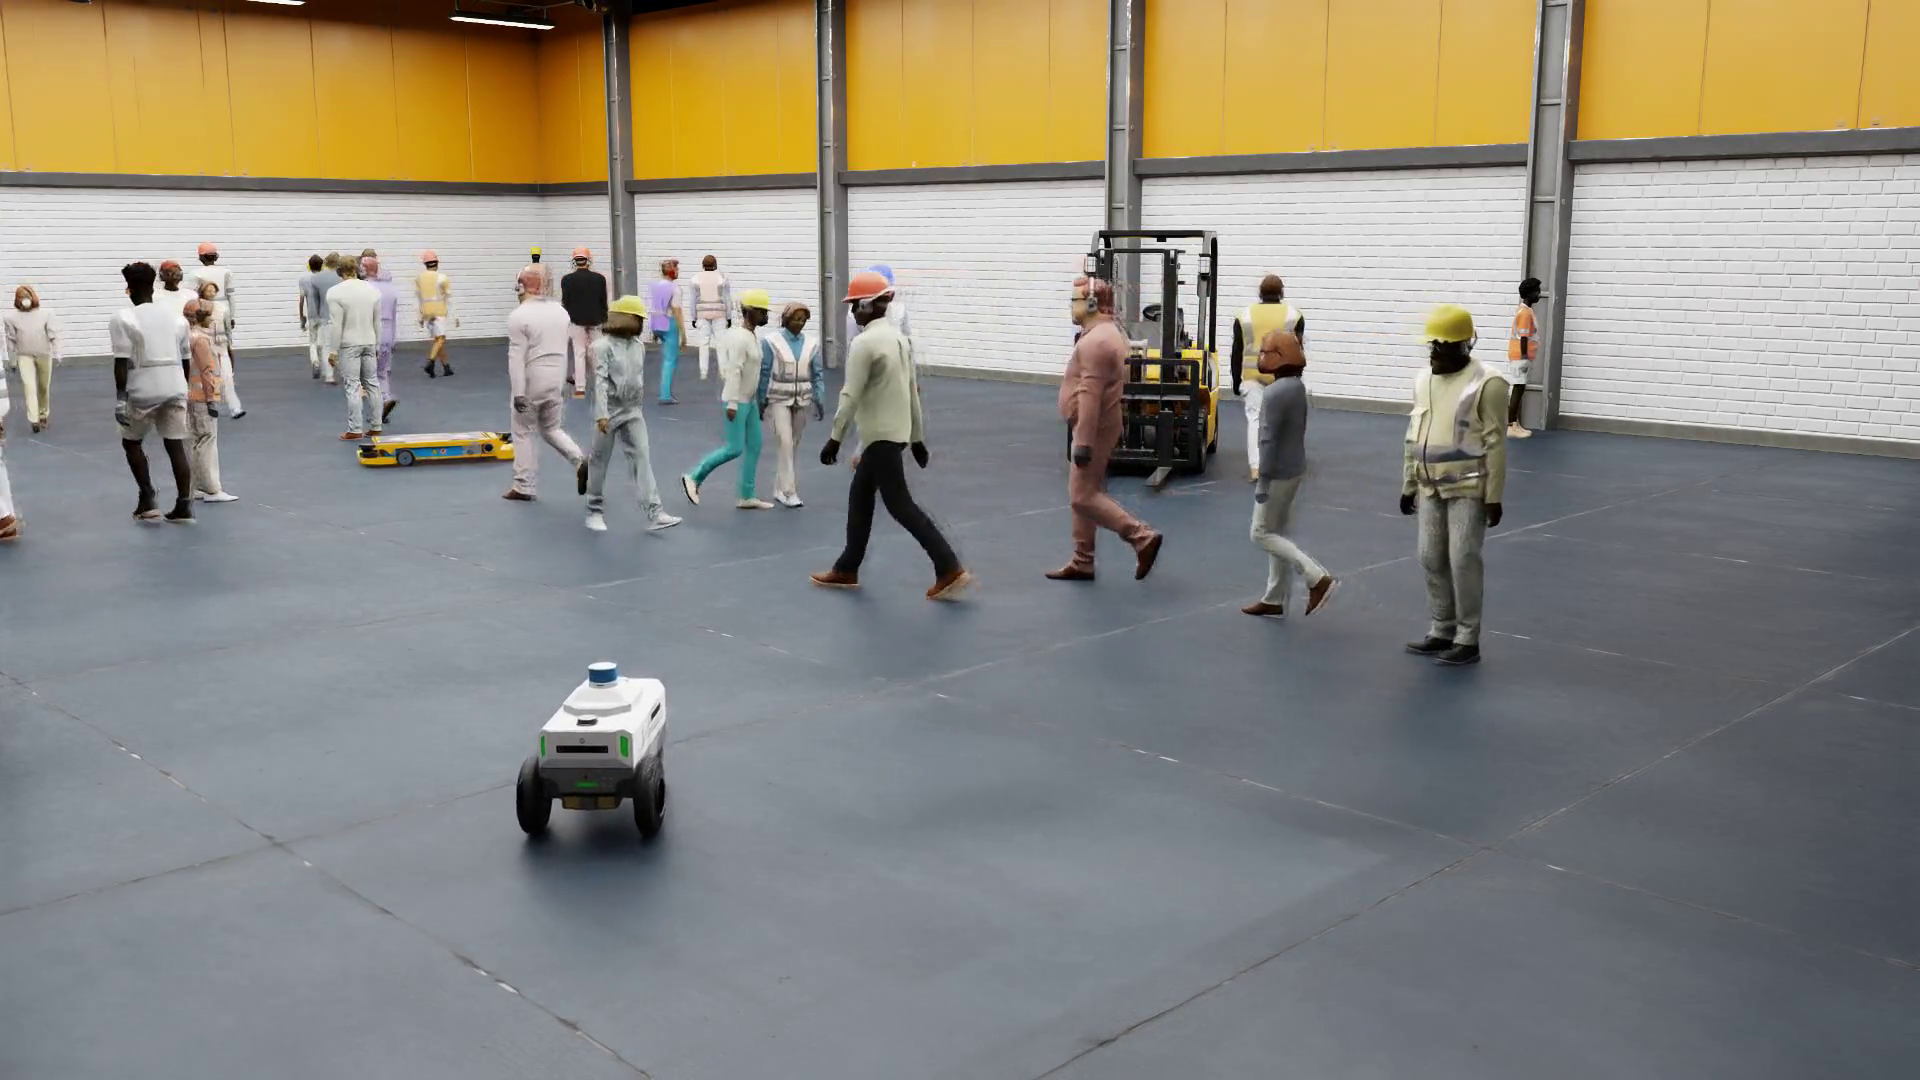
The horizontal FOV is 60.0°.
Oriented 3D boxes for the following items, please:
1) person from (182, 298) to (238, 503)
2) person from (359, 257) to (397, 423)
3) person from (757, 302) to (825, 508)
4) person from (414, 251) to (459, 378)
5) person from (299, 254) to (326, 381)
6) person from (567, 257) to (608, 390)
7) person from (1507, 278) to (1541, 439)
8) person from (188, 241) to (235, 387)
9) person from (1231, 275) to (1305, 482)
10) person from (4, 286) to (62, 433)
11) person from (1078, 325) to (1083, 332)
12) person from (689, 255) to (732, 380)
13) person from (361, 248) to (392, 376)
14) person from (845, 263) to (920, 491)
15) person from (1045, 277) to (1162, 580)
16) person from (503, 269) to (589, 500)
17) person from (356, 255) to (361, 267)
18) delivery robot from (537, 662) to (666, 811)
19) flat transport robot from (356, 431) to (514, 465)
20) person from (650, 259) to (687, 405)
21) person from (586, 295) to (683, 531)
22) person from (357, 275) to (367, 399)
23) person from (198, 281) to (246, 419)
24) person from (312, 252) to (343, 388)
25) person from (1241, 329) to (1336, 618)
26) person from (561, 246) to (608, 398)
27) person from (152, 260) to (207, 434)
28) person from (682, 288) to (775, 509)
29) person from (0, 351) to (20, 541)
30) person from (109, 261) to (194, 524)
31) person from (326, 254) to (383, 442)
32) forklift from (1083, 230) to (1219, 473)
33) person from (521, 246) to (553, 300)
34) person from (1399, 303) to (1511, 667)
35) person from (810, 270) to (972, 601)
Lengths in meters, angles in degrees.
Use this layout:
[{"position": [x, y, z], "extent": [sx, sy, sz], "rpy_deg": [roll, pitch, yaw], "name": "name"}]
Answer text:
[{"position": [-6.062, -1.114, 13.339], "extent": [0.338, 1.631, 0.518], "rpy_deg": [-7, 13, -35], "name": "person"}, {"position": [-6.591, -2.238, 18.762], "extent": [0.490, 1.890, 0.667], "rpy_deg": [4, 11, 22], "name": "person"}, {"position": [-1.285, -1.048, 13.018], "extent": [0.528, 1.601, 0.785], "rpy_deg": [-7, 12, -32], "name": "person"}, {"position": [-7.926, -3.392, 25.051], "extent": [0.640, 1.893, 0.757], "rpy_deg": [1, 10, 6], "name": "person"}, {"position": [-9.395, -3.247, 24.369], "extent": [0.505, 1.858, 0.407], "rpy_deg": [-4, 11, -19], "name": "person"}, {"position": [-5.243, -3.014, 23.121], "extent": [0.968, 1.840, 0.640], "rpy_deg": [5, 12, 26], "name": "person"}, {"position": [5.948, -1.919, 17.565], "extent": [0.320, 1.694, 0.534], "rpy_deg": [4, 11, 19], "name": "person"}, {"position": [-10.421, -3.130, 23.198], "extent": [0.366, 2.048, 0.607], "rpy_deg": [10, 14, 43], "name": "person"}, {"position": [2.684, -1.415, 14.557], "extent": [0.633, 1.792, 0.989], "rpy_deg": [3, 11, 14], "name": "person"}, {"position": [-10.133, -1.983, 18.204], "extent": [0.506, 1.582, 0.890], "rpy_deg": [-7, 12, -33], "name": "person"}, {"position": [1.520, -2.225, 18.603], "extent": [0.401, 1.918, 0.563], "rpy_deg": [5, 11, 25], "name": "person"}, {"position": [-3.682, -3.294, 24.649], "extent": [0.621, 1.845, 0.429], "rpy_deg": [0, 10, -1], "name": "person"}, {"position": [-8.860, -3.423, 25.095], "extent": [0.393, 1.936, 0.660], "rpy_deg": [9, 13, 39], "name": "person"}, {"position": [-0.707, -1.390, 14.103], "extent": [0.601, 1.910, 0.946], "rpy_deg": [-10, 14, -42], "name": "person"}, {"position": [0.874, -0.650, 10.110], "extent": [0.636, 1.887, 0.651], "rpy_deg": [1, 10, 7], "name": "person"}, {"position": [-3.327, -1.239, 13.389], "extent": [0.673, 1.863, 0.656], "rpy_deg": [7, 12, 32], "name": "person"}, {"position": [-9.431, -3.568, 26.191], "extent": [0.590, 1.827, 0.529], "rpy_deg": [-5, 11, -23], "name": "person"}, {"position": [-1.312, 0.696, 6.146], "extent": [0.477, 0.478, 0.707], "rpy_deg": [0, 10, 1], "name": "delivery robot"}, {"position": [-4.952, -0.879, 15.767], "extent": [1.431, 0.197, 0.652], "rpy_deg": [-4, 11, -22], "name": "flat transport robot"}, {"position": [-3.647, -2.625, 21.010], "extent": [0.506, 1.831, 0.599], "rpy_deg": [-9, 14, -41], "name": "person"}, {"position": [-2.391, -0.880, 11.867], "extent": [0.877, 1.696, 0.578], "rpy_deg": [9, 14, 40], "name": "person"}, {"position": [-7.669, -2.646, 21.511], "extent": [0.536, 1.695, 0.321], "rpy_deg": [3, 11, 17], "name": "person"}, {"position": [-8.580, -2.166, 19.142], "extent": [0.835, 1.592, 0.544], "rpy_deg": [10, 14, 42], "name": "person"}, {"position": [-8.798, -3.112, 23.535], "extent": [0.637, 1.878, 1.041], "rpy_deg": [0, 10, -1], "name": "person"}, {"position": [1.813, -0.341, 9.135], "extent": [0.492, 1.621, 0.511], "rpy_deg": [6, 12, 29], "name": "person"}, {"position": [-4.931, -2.859, 21.870], "extent": [0.612, 1.991, 0.391], "rpy_deg": [-5, 11, -25], "name": "person"}, {"position": [-8.305, -2.035, 17.722], "extent": [0.744, 1.859, 0.611], "rpy_deg": [9, 14, 41], "name": "person"}, {"position": [-1.772, -1.081, 12.878], "extent": [0.689, 1.729, 0.551], "rpy_deg": [2, 11, 9], "name": "person"}, {"position": [-6.771, -0.886, 11.430], "extent": [0.436, 1.869, 0.587], "rpy_deg": [-6, 12, -31], "name": "person"}, {"position": [-5.979, -1.074, 12.280], "extent": [0.613, 1.935, 0.688], "rpy_deg": [7, 12, 32], "name": "person"}, {"position": [-6.271, -1.983, 17.251], "extent": [0.371, 1.935, 0.627], "rpy_deg": [7, 13, 34], "name": "person"}, {"position": [1.804, -1.825, 15.677], "extent": [1.214, 2.155, 2.313], "rpy_deg": [2, 11, 13], "name": "forklift"}, {"position": [-7.986, -4.583, 31.448], "extent": [0.588, 1.927, 0.369], "rpy_deg": [-5, 12, -26], "name": "person"}, {"position": [2.428, -0.269, 8.275], "extent": [0.438, 1.804, 0.616], "rpy_deg": [-5, 12, -27], "name": "person"}, {"position": [-0.395, -0.616, 9.807], "extent": [1.050, 1.945, 0.604], "rpy_deg": [3, 11, 16], "name": "person"}]
